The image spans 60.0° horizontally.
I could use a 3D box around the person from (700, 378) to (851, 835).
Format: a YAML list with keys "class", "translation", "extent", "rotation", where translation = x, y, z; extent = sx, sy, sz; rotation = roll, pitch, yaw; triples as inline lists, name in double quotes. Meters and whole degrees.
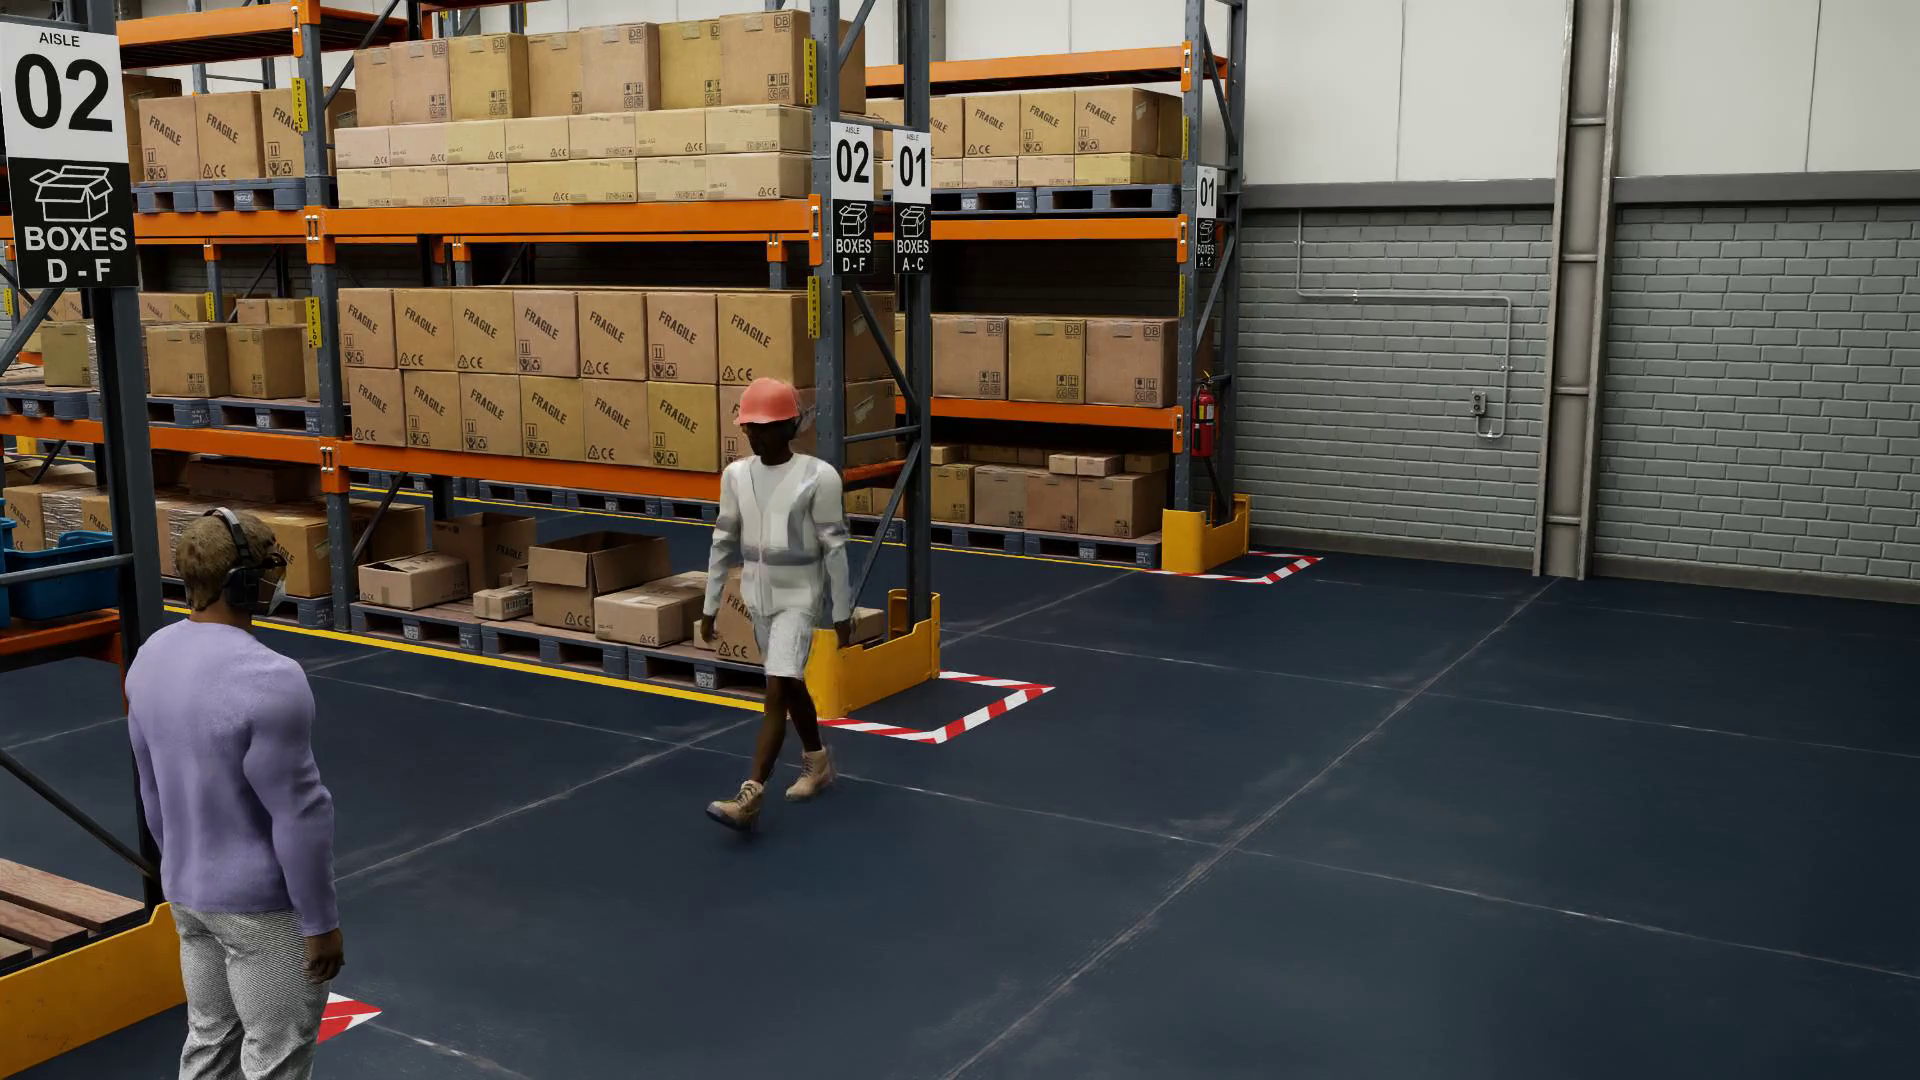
- class: "person"
  translation: [-0.874, 0.285, 7.404]
  extent: [0.640, 1.986, 1.041]
  rotation: [6, 11, 31]

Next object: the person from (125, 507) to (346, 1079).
- class: "person"
  translation: [-1.746, 0.879, 4.090]
  extent: [0.632, 1.940, 0.372]
  rotation: [6, 11, 32]
